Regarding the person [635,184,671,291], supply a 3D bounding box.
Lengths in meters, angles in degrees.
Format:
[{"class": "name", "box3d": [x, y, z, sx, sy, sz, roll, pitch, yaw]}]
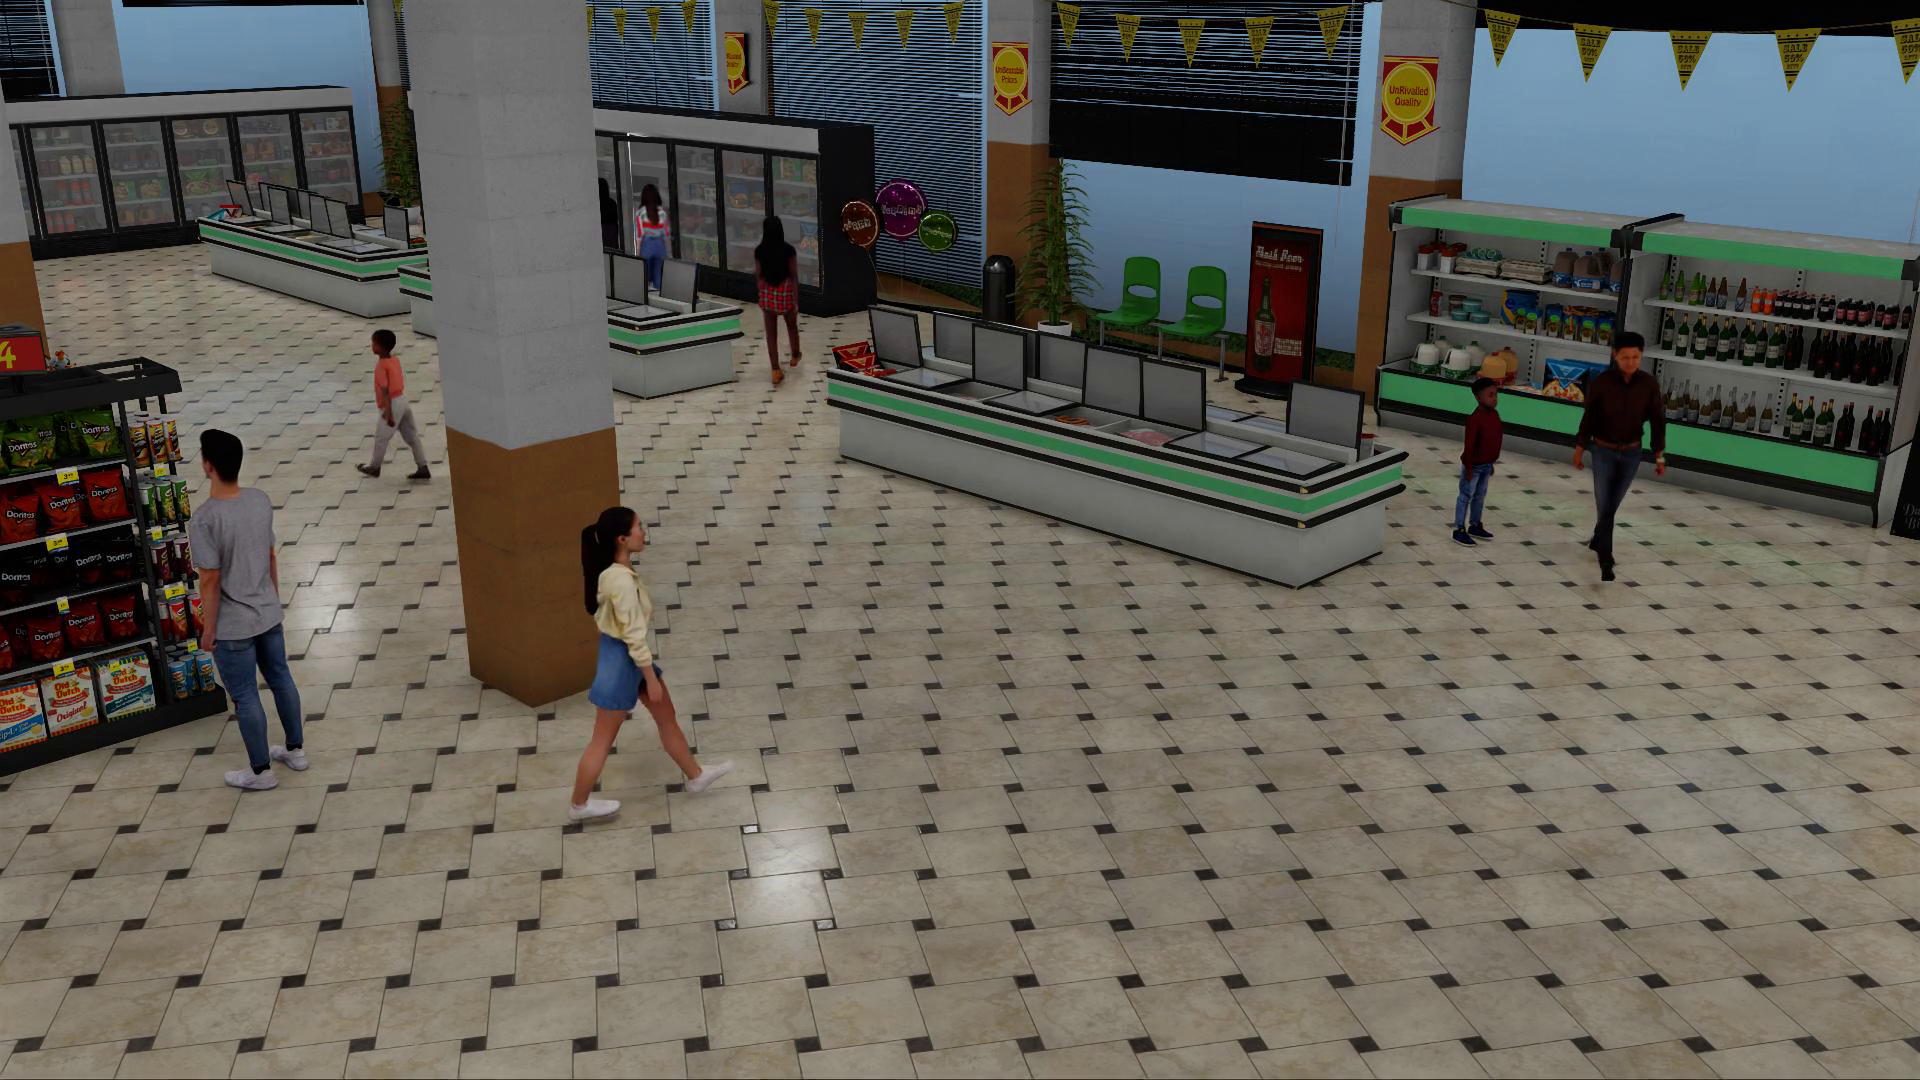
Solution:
[{"class": "person", "box3d": [-3.809, -3.604, 20.740, 0.734, 1.592, 0.791, -7, 20, -21]}]

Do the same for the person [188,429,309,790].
[{"class": "person", "box3d": [-3.672, 0.358, 8.529, 0.707, 1.887, 0.748, 7, 20, 20]}]

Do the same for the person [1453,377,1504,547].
[{"class": "person", "box3d": [3.840, -0.595, 12.343, 0.507, 1.254, 0.501, -15, 24, -37]}]

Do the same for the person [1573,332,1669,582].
[{"class": "person", "box3d": [4.570, -0.602, 11.633, 1.215, 1.721, 1.216, 2, 19, 5]}]

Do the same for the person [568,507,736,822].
[{"class": "person", "box3d": [-1.721, 0.656, 8.124, 1.012, 1.581, 1.131, -7, 20, -19]}]

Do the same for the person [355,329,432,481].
[{"class": "person", "box3d": [-4.625, -1.086, 13.763, 0.950, 1.278, 0.743, 5, 19, 16]}]

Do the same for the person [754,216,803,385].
[{"class": "person", "box3d": [-1.899, -2.437, 17.142, 1.124, 1.680, 1.161, 1, 19, 4]}]

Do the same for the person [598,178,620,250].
[{"class": "person", "box3d": [-4.599, -3.867, 21.484, 0.587, 1.614, 0.577, -17, 25, -41]}]
